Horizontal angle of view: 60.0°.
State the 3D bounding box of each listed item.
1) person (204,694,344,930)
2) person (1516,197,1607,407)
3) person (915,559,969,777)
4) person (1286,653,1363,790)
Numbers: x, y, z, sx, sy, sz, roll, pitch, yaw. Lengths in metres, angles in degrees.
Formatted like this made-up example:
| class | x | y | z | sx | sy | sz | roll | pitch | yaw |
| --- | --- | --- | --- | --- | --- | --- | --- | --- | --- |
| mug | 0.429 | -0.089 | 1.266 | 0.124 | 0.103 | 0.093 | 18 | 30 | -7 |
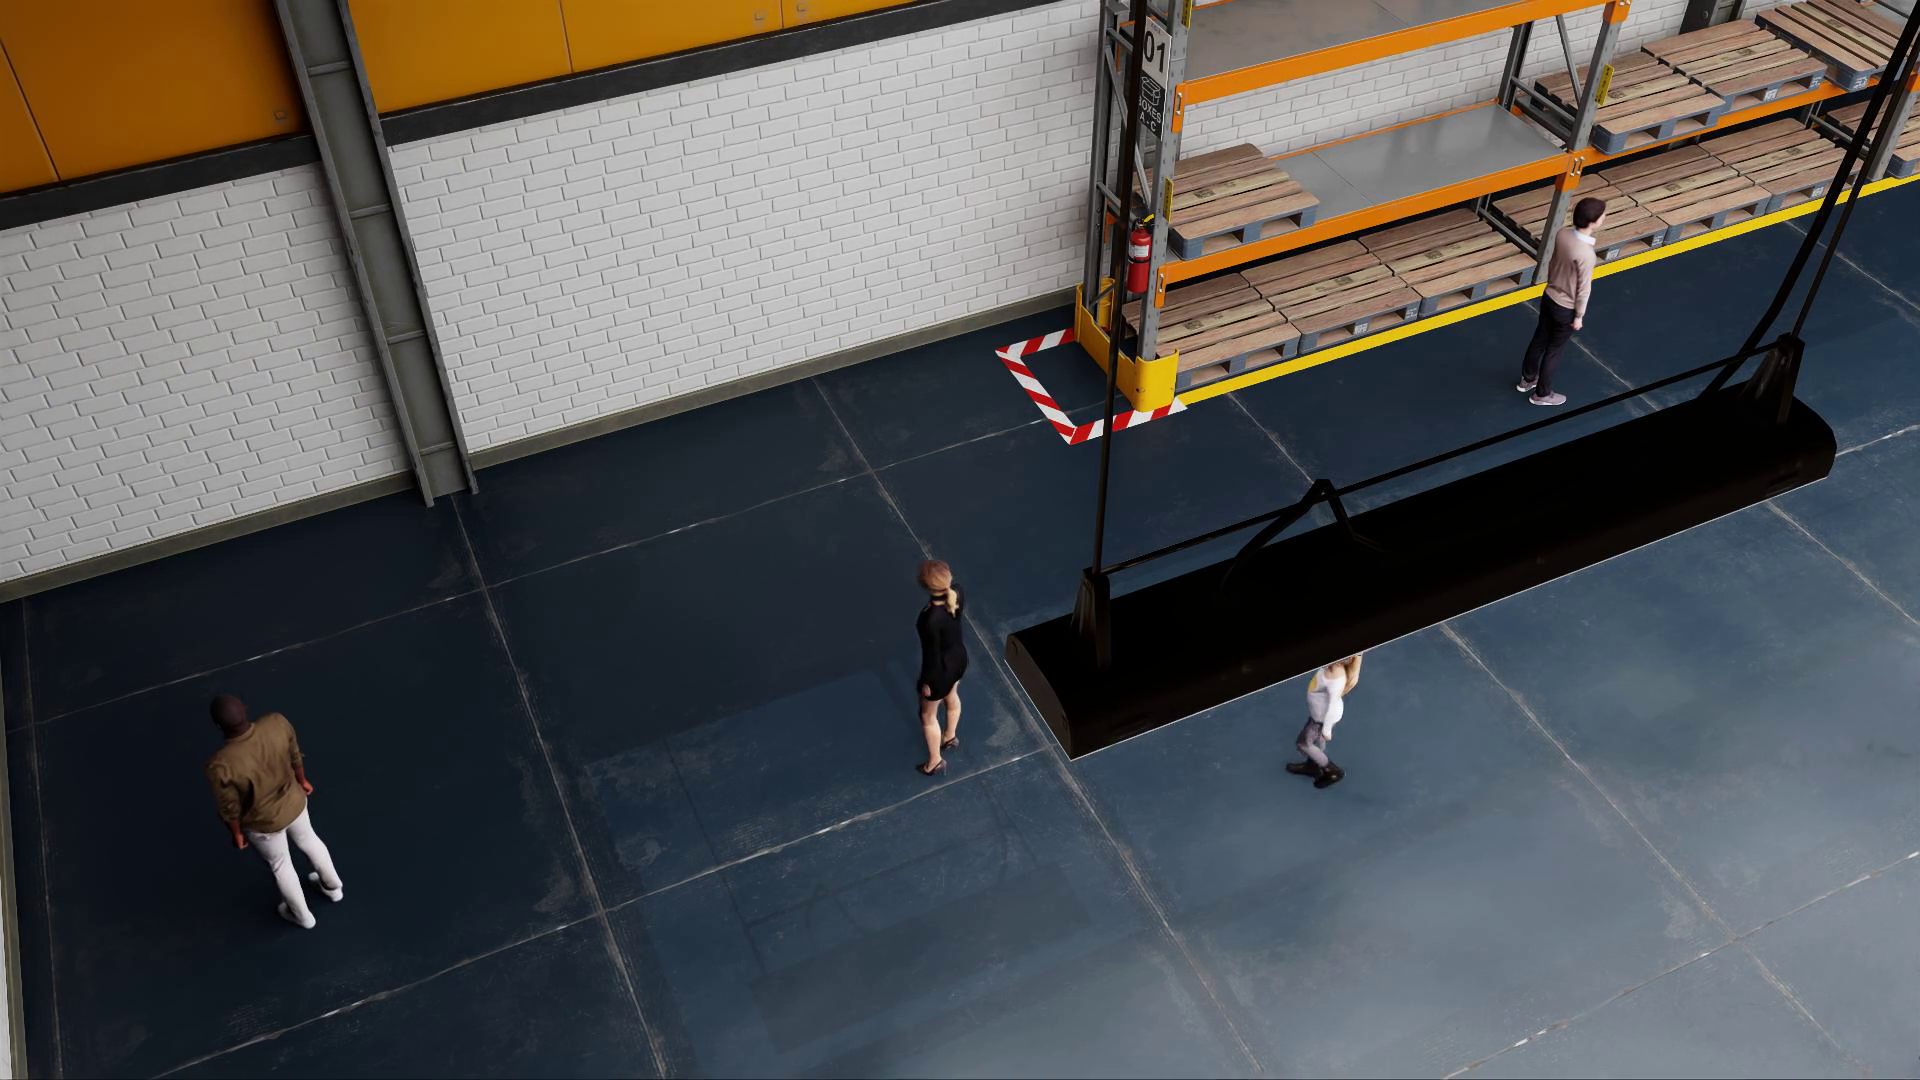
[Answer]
| class | x | y | z | sx | sy | sz | roll | pitch | yaw |
| --- | --- | --- | --- | --- | --- | --- | --- | --- | --- |
| person | -3.851 | 1.515 | 9.332 | 0.857 | 1.817 | 0.733 | 23 | 48 | 22 |
| person | 4.666 | -1.848 | 12.868 | 0.603 | 1.810 | 0.659 | -10 | 45 | -11 |
| person | -0.106 | 0.777 | 10.145 | 0.728 | 1.765 | 0.645 | 19 | 47 | 19 |
| person | 2.293 | 1.064 | 10.202 | 0.704 | 1.270 | 0.643 | 12 | 45 | 13 |
